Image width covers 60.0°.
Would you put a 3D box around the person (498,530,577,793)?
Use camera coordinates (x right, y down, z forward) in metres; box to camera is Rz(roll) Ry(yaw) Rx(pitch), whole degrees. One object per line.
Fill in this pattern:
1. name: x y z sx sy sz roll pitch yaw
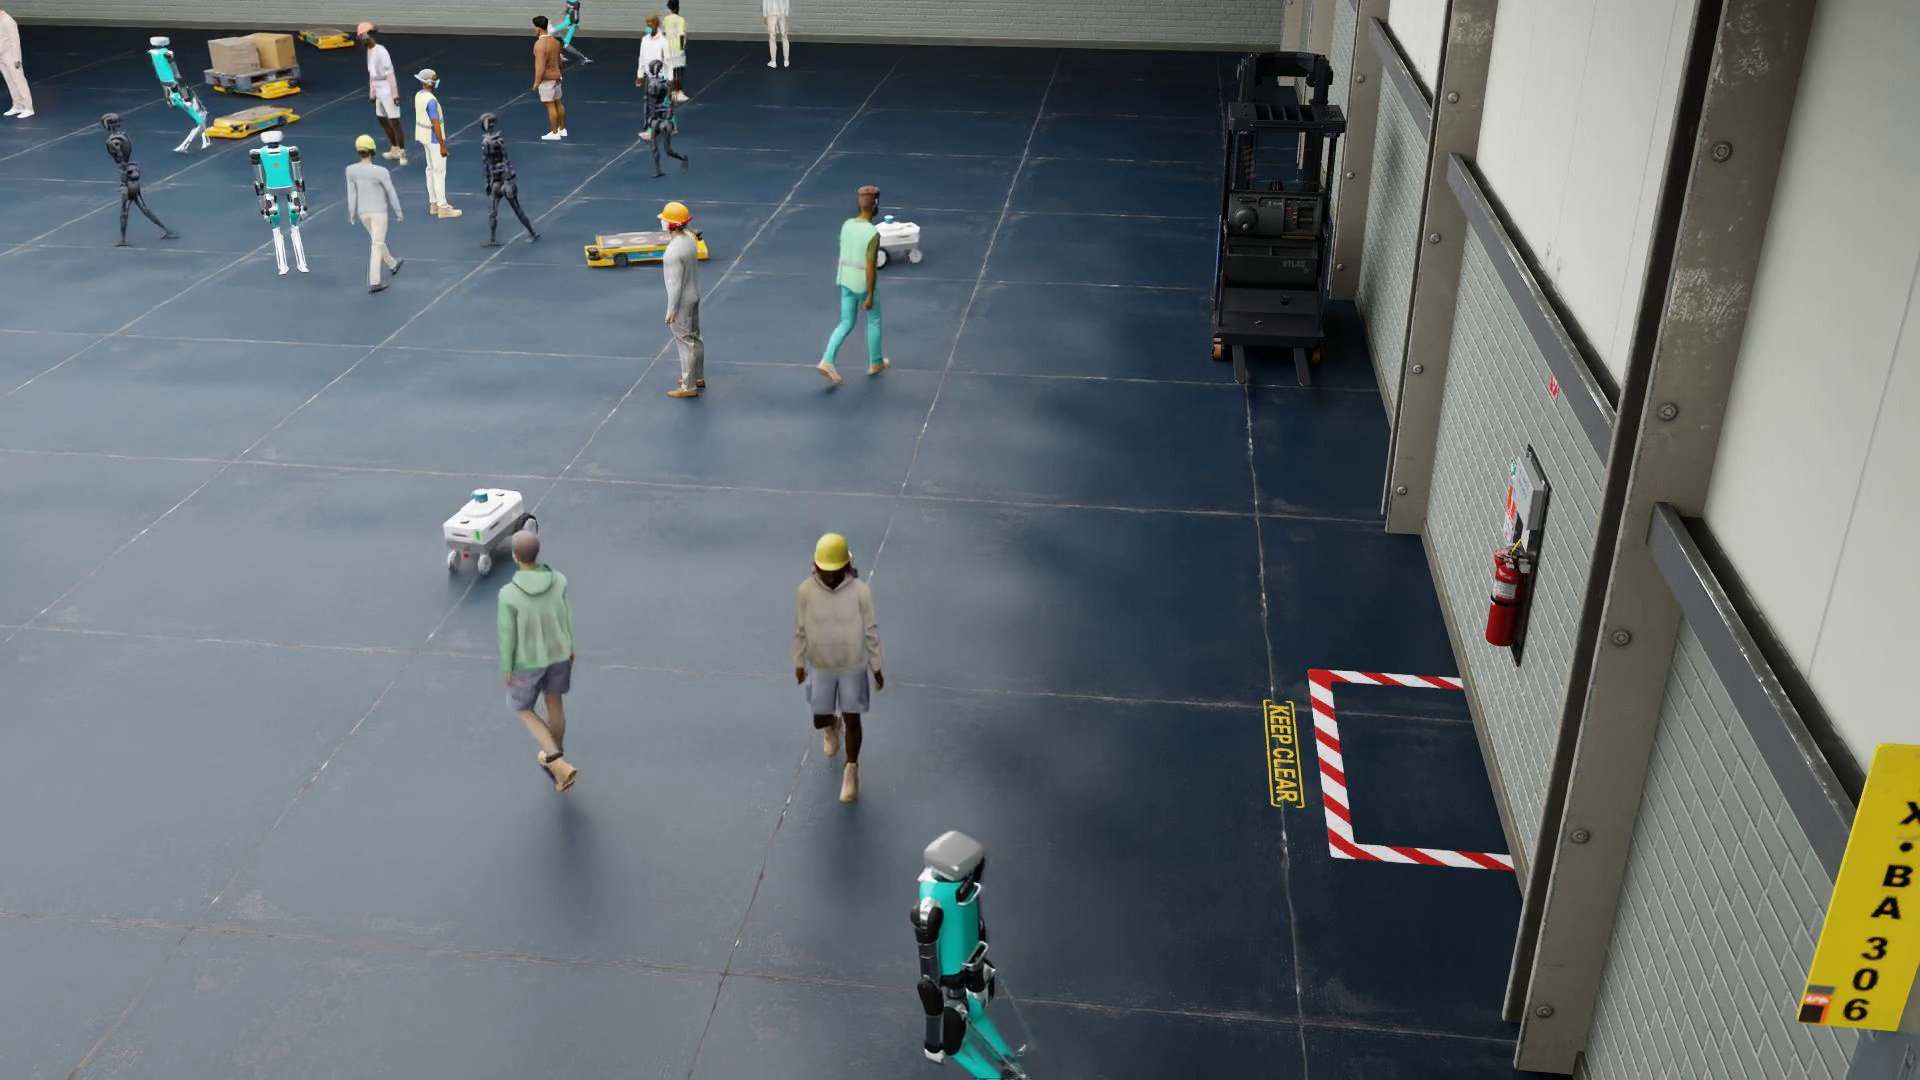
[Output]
1. person: -2.498 0.753 10.011 0.485 1.729 0.588 -20 33 -35

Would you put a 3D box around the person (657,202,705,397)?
1. person: -2.657 -2.300 15.914 0.352 1.898 0.562 5 27 10

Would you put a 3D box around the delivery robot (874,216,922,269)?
1. delivery robot: -0.868 -3.577 19.982 0.811 0.613 0.499 -10 28 -20

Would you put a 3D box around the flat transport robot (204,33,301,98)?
1. flat transport robot: -12.210 -7.889 28.887 1.431 0.231 0.659 15 30 27

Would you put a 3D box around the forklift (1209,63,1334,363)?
1. forklift: 3.241 -3.477 17.183 1.129 2.768 1.873 3 27 6

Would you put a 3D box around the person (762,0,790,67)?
1. person: -3.394 -9.694 30.697 0.497 1.878 0.401 -8 28 -16

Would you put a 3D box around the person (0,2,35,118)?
1. person: -15.430 -7.815 26.914 0.641 1.908 0.402 17 31 30

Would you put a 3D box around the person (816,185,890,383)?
1. person: -1.044 -2.474 16.230 0.493 1.931 0.908 20 33 35

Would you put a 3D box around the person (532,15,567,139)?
1. person: -6.299 -7.102 25.546 0.392 1.852 0.799 7 27 14

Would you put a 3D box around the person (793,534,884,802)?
1. person: -0.729 0.720 10.056 0.553 1.750 0.503 1 27 2

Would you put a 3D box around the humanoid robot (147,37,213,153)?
1. humanoid robot: -11.475 -6.608 24.667 0.550 1.731 0.945 16 31 29

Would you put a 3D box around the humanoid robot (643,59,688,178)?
1. humanoid robot: -4.192 -5.981 23.516 0.591 1.634 0.577 18 32 32

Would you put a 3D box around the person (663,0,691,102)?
1. person: -4.785 -8.284 28.110 0.382 1.662 0.678 -21 33 -35

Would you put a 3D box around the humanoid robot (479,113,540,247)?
1. humanoid robot: -5.612 -4.415 20.437 0.617 1.634 0.777 24 35 39

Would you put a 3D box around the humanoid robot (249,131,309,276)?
1. humanoid robot: -7.817 -3.923 19.183 0.533 1.677 0.735 -11 28 -20

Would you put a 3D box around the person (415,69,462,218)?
1. person: -6.842 -5.146 21.602 0.382 1.890 0.544 -18 32 -32

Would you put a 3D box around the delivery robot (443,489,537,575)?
1. delivery robot: -3.718 -0.120 13.039 0.499 0.577 0.769 8 28 15

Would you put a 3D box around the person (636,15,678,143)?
1. person: -4.699 -7.074 25.483 0.497 1.864 0.999 17 31 31

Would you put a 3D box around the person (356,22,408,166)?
1. person: -8.341 -6.450 24.111 0.392 1.992 0.755 -21 33 -35

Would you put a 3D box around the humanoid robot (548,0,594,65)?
1. humanoid robot: -7.303 -9.655 30.772 0.957 1.743 0.539 -14 30 -26

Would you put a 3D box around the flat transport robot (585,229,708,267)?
1. flat transport robot: -3.820 -3.550 20.226 1.431 0.231 0.659 -6 27 -13

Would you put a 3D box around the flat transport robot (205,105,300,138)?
1. flat transport robot: -11.232 -6.637 26.388 0.659 0.231 1.431 9 28 17

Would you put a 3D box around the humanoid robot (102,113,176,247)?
1. humanoid robot: -10.243 -4.451 20.510 0.786 1.630 0.612 -11 29 -21

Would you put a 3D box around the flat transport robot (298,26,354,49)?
1. flat transport robot: -12.620 -9.991 33.083 0.659 0.231 1.431 -18 32 -32

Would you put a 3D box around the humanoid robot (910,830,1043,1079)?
1. humanoid robot: 0.148 2.114 7.279 0.672 1.799 0.537 12 29 22

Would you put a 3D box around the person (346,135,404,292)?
1. person: -6.671 -3.767 19.038 0.554 1.711 0.915 6 27 12
